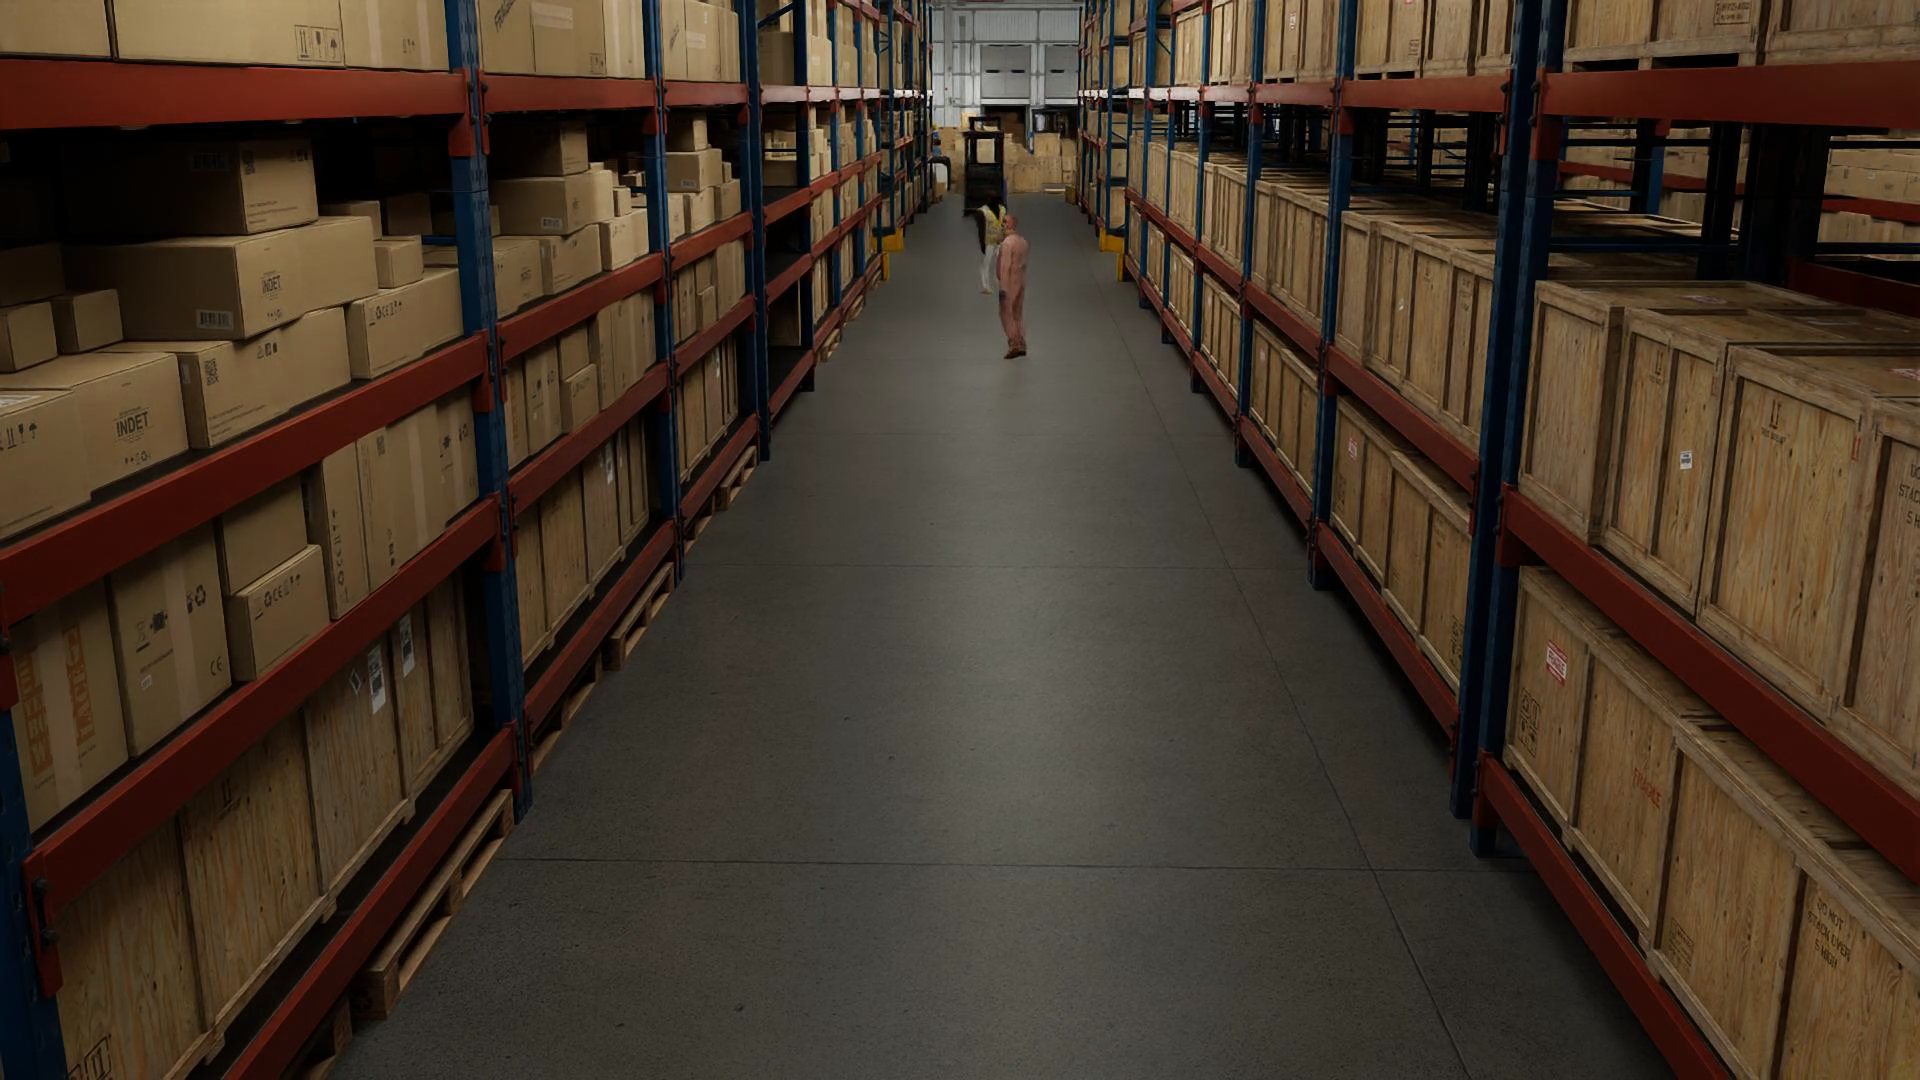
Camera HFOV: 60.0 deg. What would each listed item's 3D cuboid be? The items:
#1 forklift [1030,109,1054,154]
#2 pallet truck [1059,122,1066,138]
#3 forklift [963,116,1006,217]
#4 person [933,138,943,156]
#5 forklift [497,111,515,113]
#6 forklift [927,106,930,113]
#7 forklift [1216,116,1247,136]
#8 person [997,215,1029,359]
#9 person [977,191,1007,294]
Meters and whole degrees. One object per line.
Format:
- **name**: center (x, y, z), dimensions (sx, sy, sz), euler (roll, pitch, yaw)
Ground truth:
- **forklift**: center (3.519, -16.914, 70.725), dimensions (1.129, 2.768, 1.873), euler (-3, 15, -12)
- **pallet truck**: center (5.788, -21.111, 88.014), dimensions (1.885, 1.965, 0.823), euler (5, 16, 18)
- **forklift**: center (0.730, -10.691, 47.570), dimensions (1.129, 2.768, 1.873), euler (2, 15, 6)
- **person**: center (-0.869, -14.194, 62.605), dimensions (0.444, 1.831, 0.630), euler (-5, 16, -18)
- **forklift**: center (-18.326, -16.181, 67.997), dimensions (1.129, 2.768, 1.873), euler (0, 15, 1)
- **forklift**: center (-1.995, -20.729, 84.918), dimensions (1.129, 2.768, 1.873), euler (0, 15, 2)
- **forklift**: center (7.760, -10.714, 47.654), dimensions (1.129, 2.768, 1.873), euler (0, 15, 1)
- **person**: center (0.693, -3.405, 22.350), dimensions (0.426, 1.885, 0.701), euler (7, 17, 25)
- **person**: center (0.641, -5.178, 29.098), dimensions (0.662, 1.800, 0.910), euler (-9, 18, -32)
